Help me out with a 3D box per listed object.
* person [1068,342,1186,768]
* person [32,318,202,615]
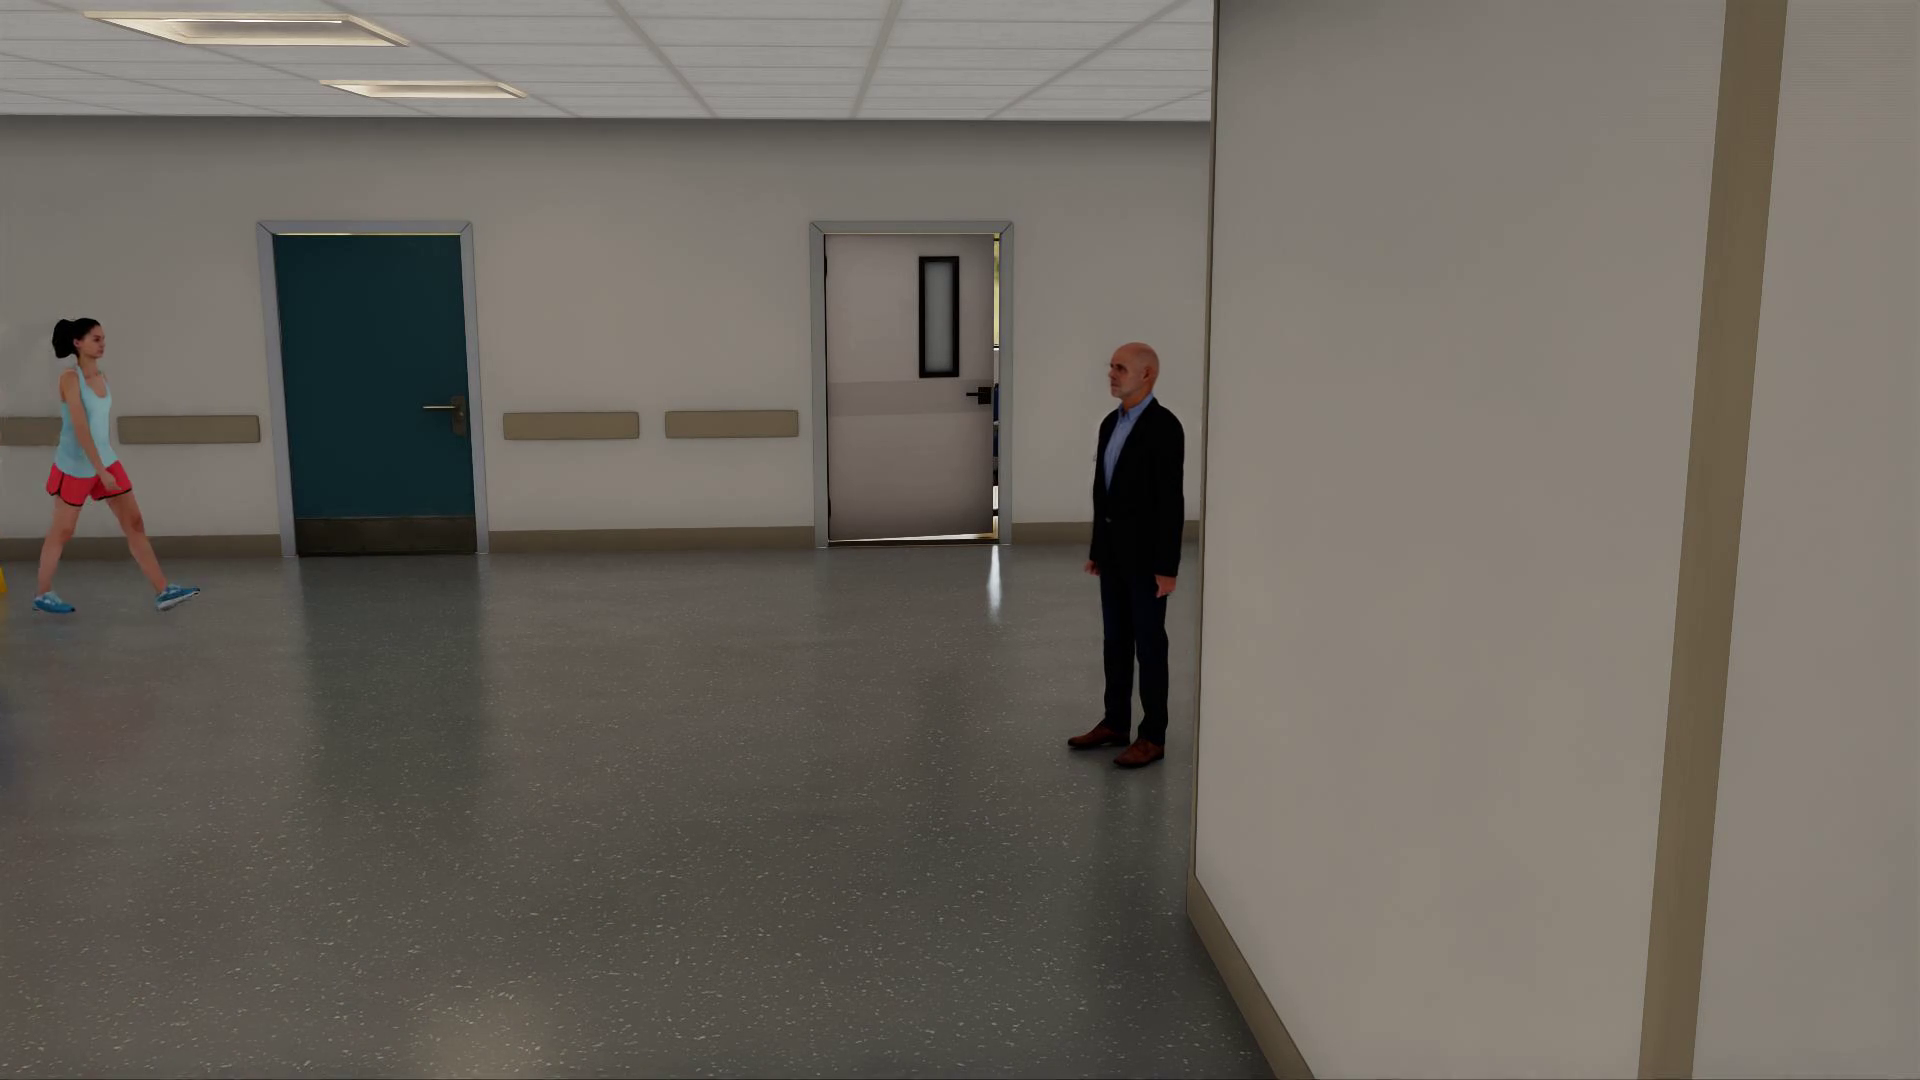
[{"bbox_3d":[0.754,0.050,7.139,0.750,1.800,0.767,-7,13,-31],"label":"person"},{"bbox_3d":[-5.097,-0.361,9.562,1.251,1.704,0.748,1,11,7],"label":"person"}]
